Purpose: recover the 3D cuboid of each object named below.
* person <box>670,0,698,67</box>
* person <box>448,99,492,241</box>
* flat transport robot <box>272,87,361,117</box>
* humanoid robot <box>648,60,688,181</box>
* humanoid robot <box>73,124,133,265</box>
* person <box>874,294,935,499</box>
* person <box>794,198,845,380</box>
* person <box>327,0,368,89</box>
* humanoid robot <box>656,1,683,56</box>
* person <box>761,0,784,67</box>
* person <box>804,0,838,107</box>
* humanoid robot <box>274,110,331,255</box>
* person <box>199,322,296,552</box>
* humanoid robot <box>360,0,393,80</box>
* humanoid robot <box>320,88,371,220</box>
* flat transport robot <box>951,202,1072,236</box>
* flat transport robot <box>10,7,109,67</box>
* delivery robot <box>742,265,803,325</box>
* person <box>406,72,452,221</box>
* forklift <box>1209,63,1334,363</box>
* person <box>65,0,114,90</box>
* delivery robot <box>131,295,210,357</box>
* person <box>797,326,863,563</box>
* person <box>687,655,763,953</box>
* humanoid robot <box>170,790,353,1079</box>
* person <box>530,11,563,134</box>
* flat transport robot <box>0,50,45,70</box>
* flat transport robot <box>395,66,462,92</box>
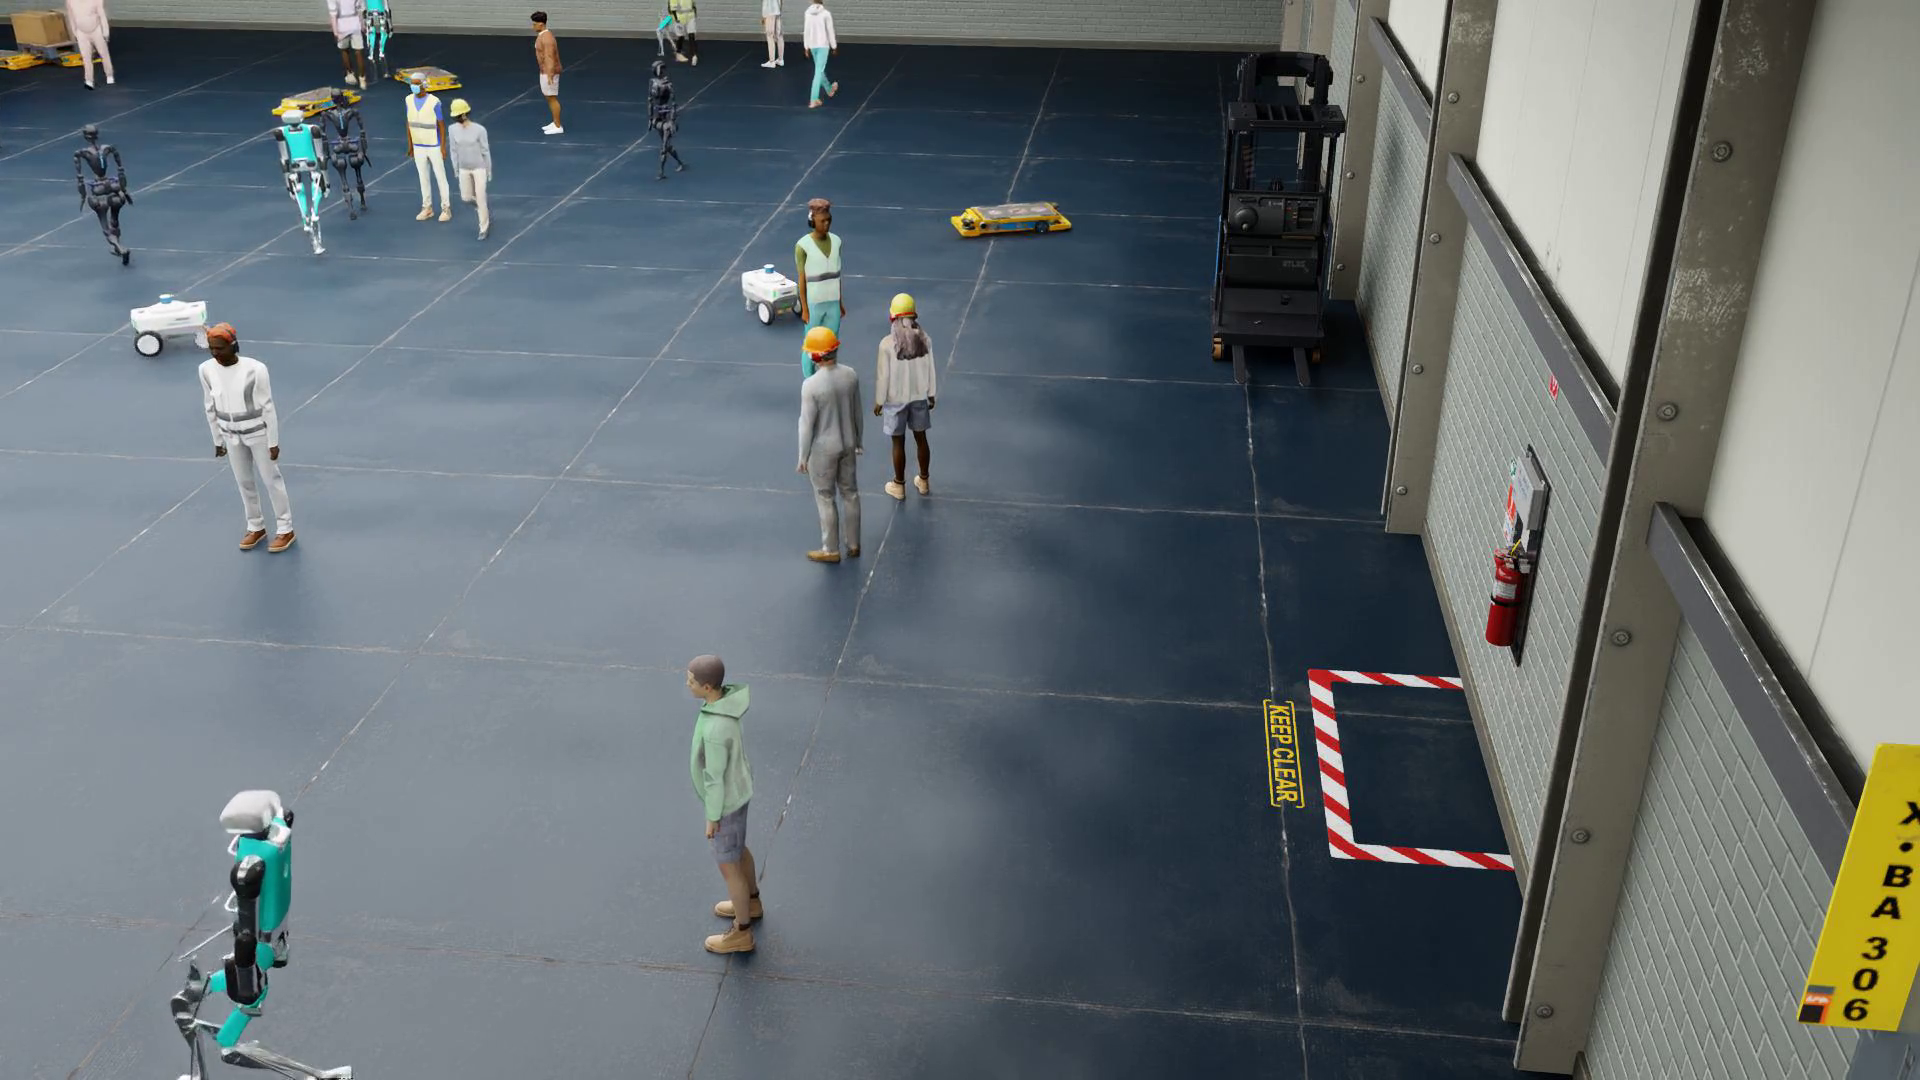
[{"bbox_3d":[-5.131,-9.683,30.921,0.526,1.645,0.722,-11,29,-22],"label":"person"},{"bbox_3d":[-6.072,-4.658,20.793,0.538,1.747,0.520,4,27,8],"label":"person"},{"bbox_3d":[-10.717,-7.299,27.711,0.659,0.231,1.431,9,28,17],"label":"flat transport robot"},{"bbox_3d":[-4.150,-5.954,23.511,0.589,1.635,0.772,20,33,34],"label":"humanoid robot"},{"bbox_3d":[-10.187,-4.137,19.862,0.700,1.637,0.608,21,33,36],"label":"humanoid robot"},{"bbox_3d":[-0.448,-1.181,13.827,0.535,1.763,0.403,-11,29,-21],"label":"person"},{"bbox_3d":[-1.313,-2.254,15.735,0.486,1.978,0.404,-21,33,-35],"label":"person"},{"bbox_3d":[-10.720,-8.943,29.061,0.637,1.993,0.891,-17,31,-31],"label":"person"},{"bbox_3d":[-5.570,-10.154,31.803,0.825,1.802,0.559,9,28,17],"label":"humanoid robot"},{"bbox_3d":[-3.461,-9.702,30.715,0.401,1.876,0.499,19,32,33],"label":"person"},{"bbox_3d":[-2.290,-8.267,27.865,0.505,1.866,1.020,14,30,26],"label":"person"},{"bbox_3d":[-7.849,-4.227,19.921,0.558,1.732,0.986,-4,27,-7],"label":"humanoid robot"},{"bbox_3d":[-5.555,-0.798,12.945,0.565,1.879,0.351,3,27,6],"label":"person"},{"bbox_3d":[-10.387,-9.043,29.549,0.530,1.792,0.691,-1,27,-1],"label":"humanoid robot"},{"bbox_3d":[-8.019,-5.062,21.696,0.584,1.635,0.685,-11,28,-20],"label":"humanoid robot"},{"bbox_3d":[0.657,-4.116,21.355,1.431,0.231,0.659,-6,27,-12],"label":"flat transport robot"},{"bbox_3d":[-16.880,-9.111,31.327,1.431,0.231,0.659,16,31,28],"label":"flat transport robot"},{"bbox_3d":[-2.054,-2.697,18.225,0.513,0.614,0.785,-20,33,-34],"label":"delivery robot"},{"bbox_3d":[-6.864,-5.072,21.454,0.532,1.893,0.398,5,27,9],"label":"person"},{"bbox_3d":[3.241,-3.477,17.183,1.129,2.768,1.873,3,27,6],"label":"forklift"},{"bbox_3d":[-15.168,-8.828,28.992,0.661,1.850,1.018,-5,27,-9],"label":"person"},{"bbox_3d":[-8.241,-2.241,17.315,0.803,0.614,0.499,-10,28,-20],"label":"delivery robot"},{"bbox_3d":[-0.993,-0.742,12.827,0.587,1.885,0.412,-23,35,-38],"label":"person"},{"bbox_3d":[-1.233,1.373,8.769,0.316,1.733,0.477,-1,27,-2],"label":"person"},{"bbox_3d":[-3.417,1.935,7.651,1.001,1.734,0.541,-1,27,-2],"label":"humanoid robot"},{"bbox_3d":[-6.410,-7.301,25.961,0.413,1.842,0.794,-10,28,-19],"label":"person"},{"bbox_3d":[-17.918,-8.961,31.027,1.431,0.231,0.659,8,28,16],"label":"flat transport robot"},{"bbox_3d":[-9.420,-8.158,29.425,0.659,0.231,1.431,-19,32,-33],"label":"flat transport robot"}]
